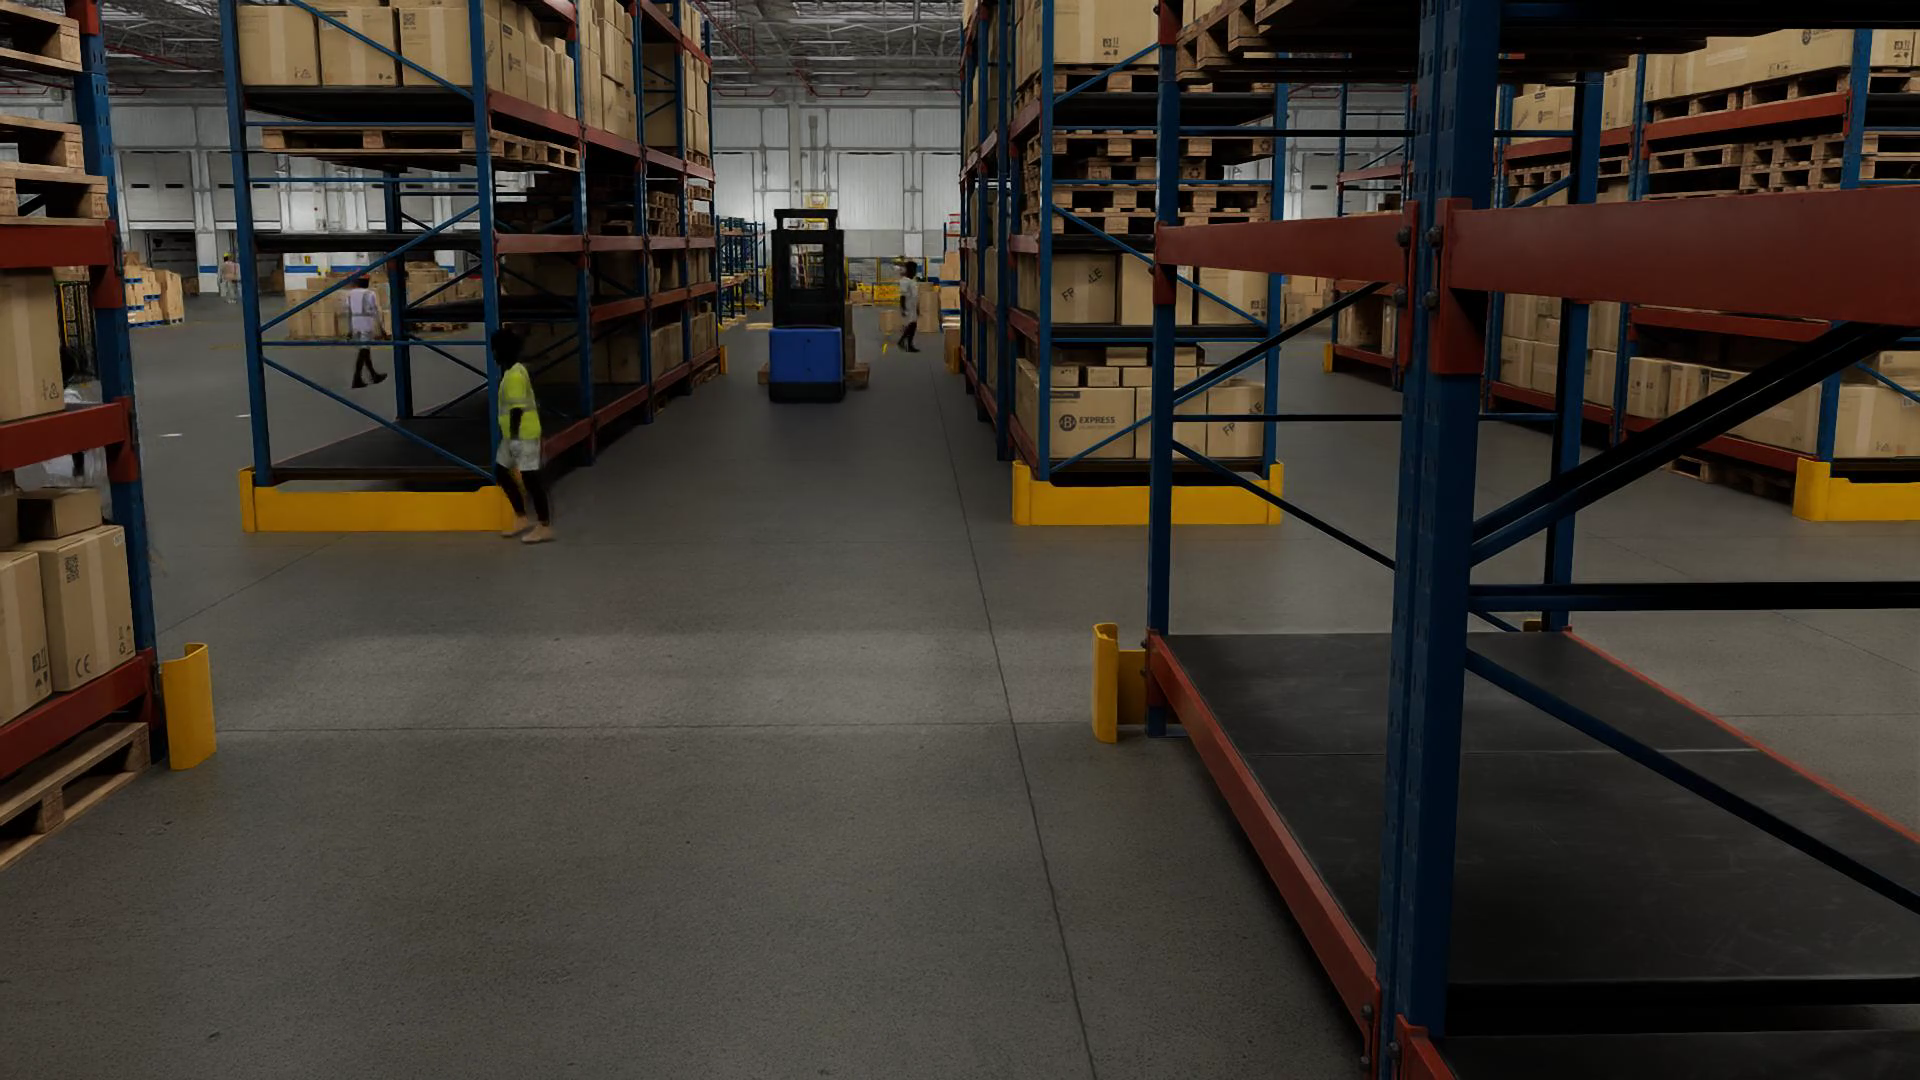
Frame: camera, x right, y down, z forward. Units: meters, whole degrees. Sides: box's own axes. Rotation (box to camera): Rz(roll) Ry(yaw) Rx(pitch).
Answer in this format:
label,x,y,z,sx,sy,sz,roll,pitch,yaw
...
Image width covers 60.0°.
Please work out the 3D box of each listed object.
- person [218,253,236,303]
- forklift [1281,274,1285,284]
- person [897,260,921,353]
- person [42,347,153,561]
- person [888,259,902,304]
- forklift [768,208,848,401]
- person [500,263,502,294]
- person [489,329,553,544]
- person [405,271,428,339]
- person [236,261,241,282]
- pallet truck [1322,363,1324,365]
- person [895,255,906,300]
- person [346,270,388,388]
label,x,y,z,sx,sy,sz,roll,pitch,yaw
person,-28.172,-10.045,63.824,0.778,1.892,0.606,2,10,9
forklift,12.240,-10.302,62.509,1.129,2.768,1.873,0,10,-2
person,-1.031,-4.910,35.076,0.411,1.951,0.621,4,11,22
person,-5.941,-0.483,11.207,0.816,1.663,0.536,-7,12,-34
person,-2.377,-9.808,63.072,0.870,1.686,0.566,-5,11,-26
forklift,-2.277,-3.529,24.778,1.129,2.768,1.873,0,10,-2
person,-16.666,-9.404,60.098,0.788,1.955,0.634,4,11,21
person,-3.437,-0.802,12.946,0.515,1.661,0.630,-3,11,-17
person,-13.100,-5.555,39.461,0.859,1.653,0.533,2,10,10
person,-27.826,-10.168,64.727,0.436,1.821,0.640,5,11,27
pallet truck,7.712,-4.157,30.737,1.885,1.965,0.823,3,11,16
person,-2.186,-10.100,64.347,0.837,1.810,0.522,-7,12,-35
person,-9.611,-3.431,26.983,0.560,1.885,0.965,5,11,24
